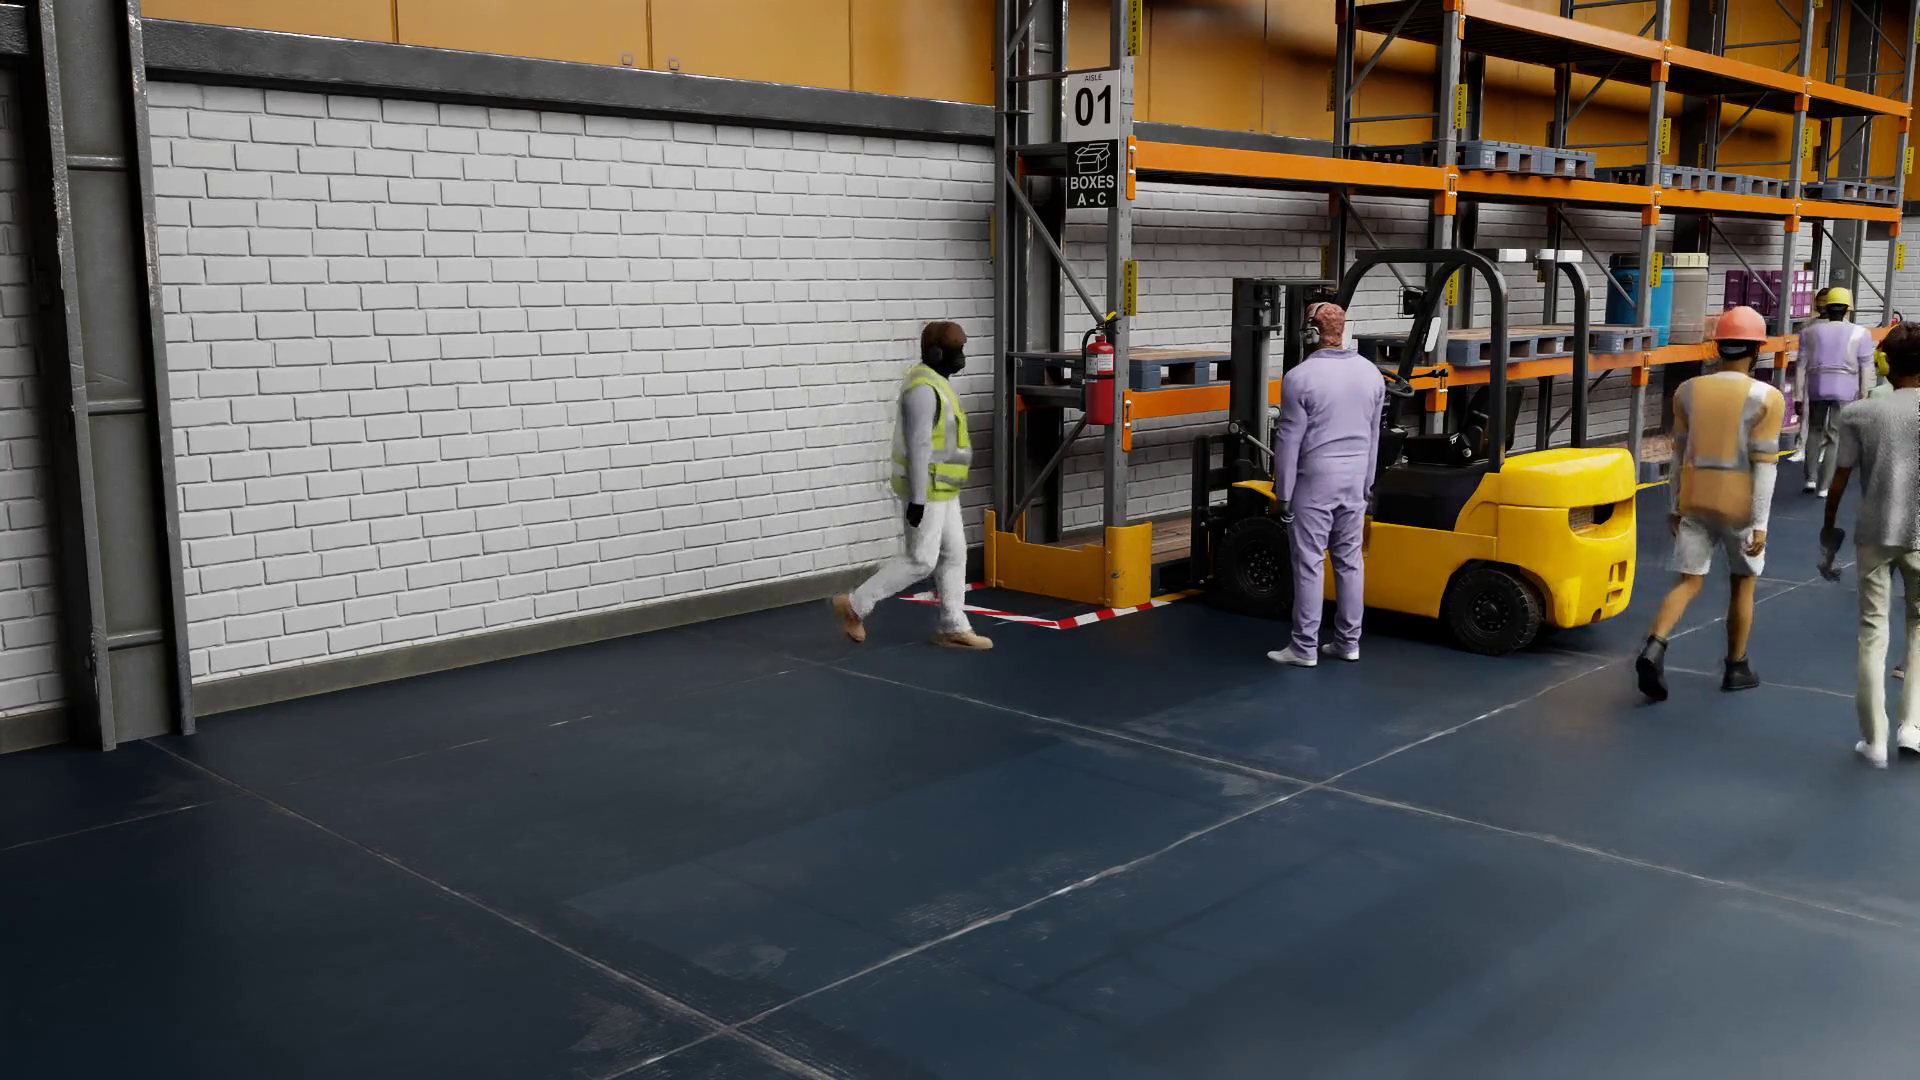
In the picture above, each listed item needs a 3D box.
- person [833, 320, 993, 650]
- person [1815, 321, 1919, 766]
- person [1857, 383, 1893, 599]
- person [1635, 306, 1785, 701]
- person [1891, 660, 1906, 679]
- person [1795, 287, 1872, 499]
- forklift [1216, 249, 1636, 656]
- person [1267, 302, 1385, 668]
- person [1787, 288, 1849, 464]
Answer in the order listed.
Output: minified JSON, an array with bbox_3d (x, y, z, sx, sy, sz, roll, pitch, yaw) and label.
[{"bbox_3d":[-0.245,-0.280,8.954,0.766,1.810,0.661,1,9,9],"label":"person"},{"bbox_3d":[3.896,0.021,6.948,0.555,1.854,0.432,4,10,23],"label":"person"},{"bbox_3d":[5.864,-0.415,10.303,0.504,1.631,0.281,5,11,28],"label":"person"},{"bbox_3d":[3.602,-0.163,7.958,0.875,1.905,0.546,-8,12,-39],"label":"person"},{"bbox_3d":[5.122,-0.275,8.553,0.922,1.932,0.624,-7,11,-35],"label":"person"},{"bbox_3d":[7.930,-1.332,15.119,0.594,1.901,0.668,7,11,36],"label":"person"},{"bbox_3d":[2.710,-0.584,9.626,2.313,2.155,1.214,9,13,43],"label":"forklift"},{"bbox_3d":[1.888,-0.283,8.691,0.645,1.900,0.399,-4,10,-25],"label":"person"},{"bbox_3d":[9.175,-1.747,17.743,0.329,1.873,0.515,-9,13,-43],"label":"person"}]
